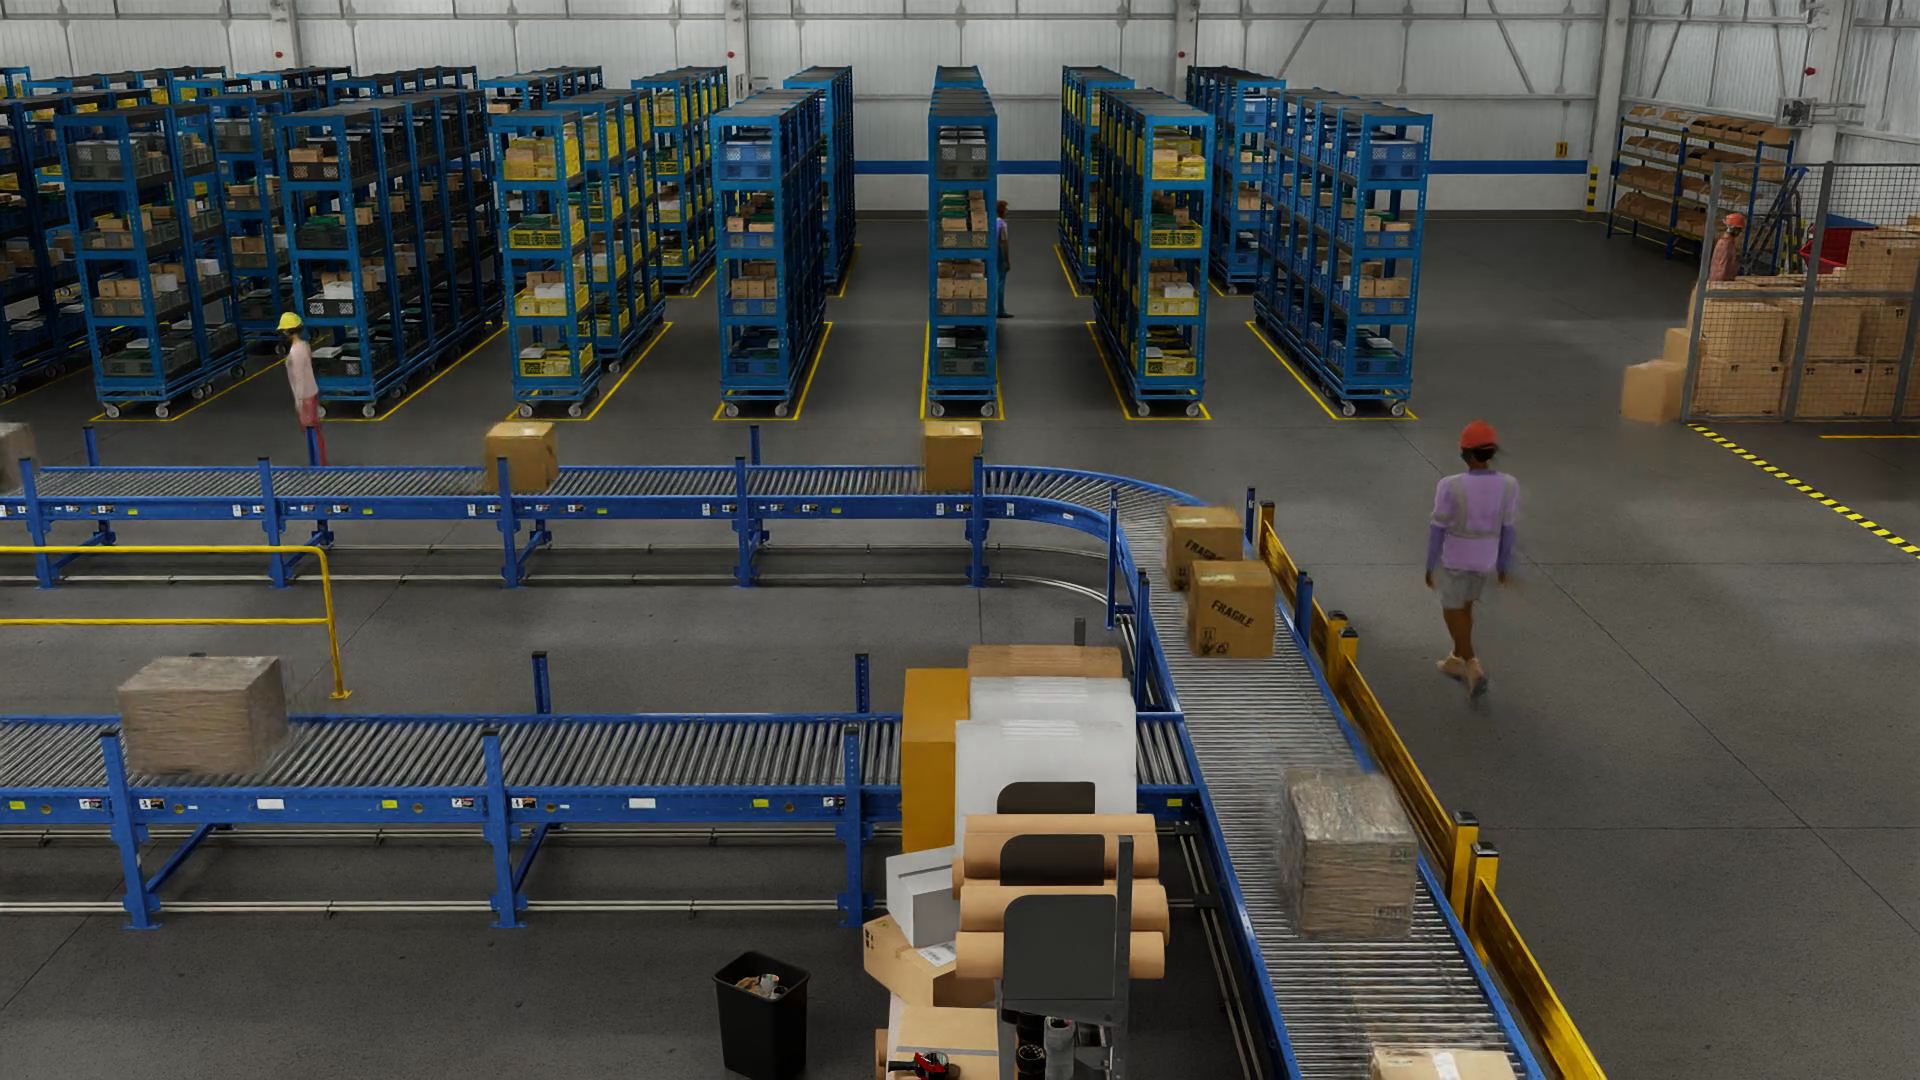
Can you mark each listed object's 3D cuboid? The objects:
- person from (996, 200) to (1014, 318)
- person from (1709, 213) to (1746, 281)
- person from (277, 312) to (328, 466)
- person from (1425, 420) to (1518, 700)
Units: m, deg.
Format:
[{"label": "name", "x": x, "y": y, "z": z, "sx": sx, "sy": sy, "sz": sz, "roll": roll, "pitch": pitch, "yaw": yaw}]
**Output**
[{"label": "person", "x": 0.593, "y": -4.446, "z": 26.339, "sx": 0.390, "sy": 1.850, "sz": 0.564, "roll": -11, "pitch": 21, "yaw": -31}, {"label": "person", "x": 10.854, "y": -3.646, "z": 23.651, "sx": 0.388, "sy": 1.991, "sz": 0.609, "roll": 8, "pitch": 20, "yaw": 24}, {"label": "person", "x": -6.906, "y": -1.514, "z": 17.447, "sx": 0.330, "sy": 1.765, "sz": 0.533, "roll": -3, "pitch": 18, "yaw": -9}, {"label": "person", "x": 3.677, "y": 0.155, "z": 11.931, "sx": 0.617, "sy": 2.026, "sz": 0.863, "roll": -3, "pitch": 18, "yaw": -9}]
